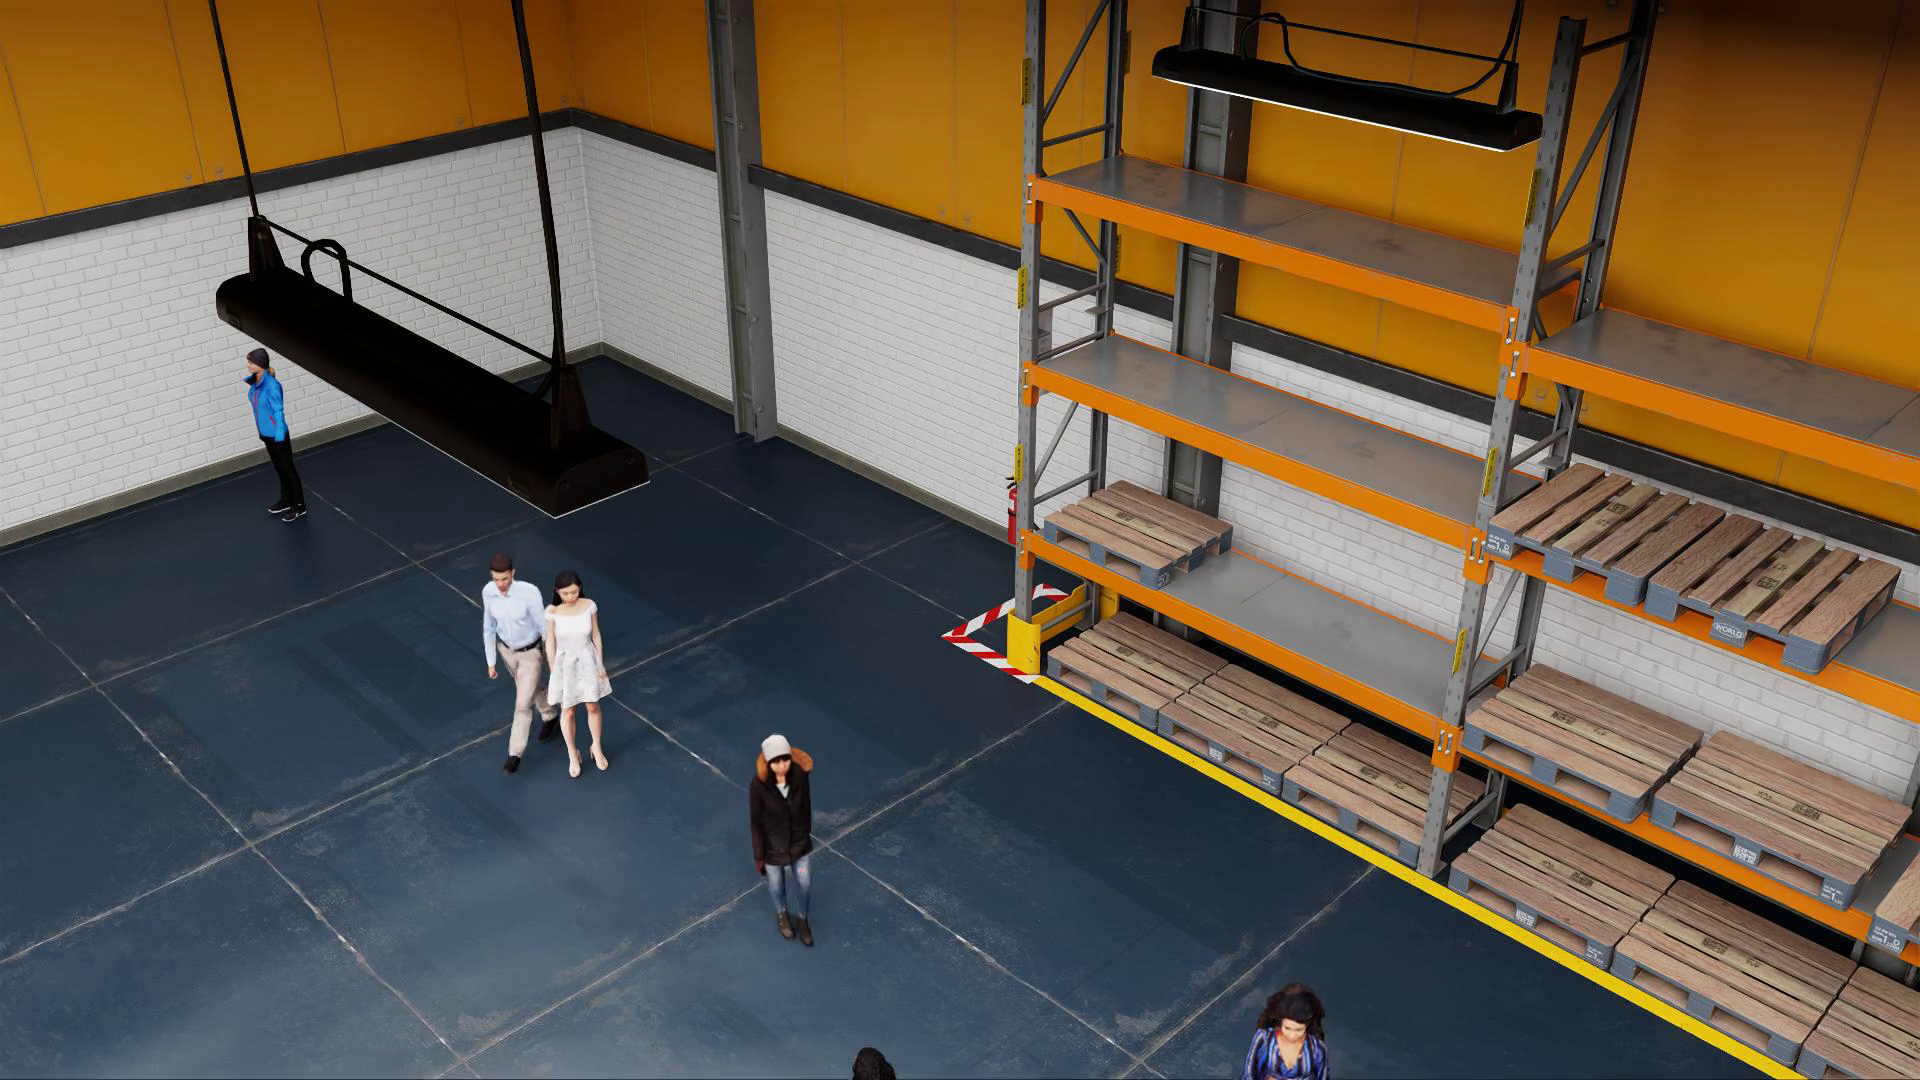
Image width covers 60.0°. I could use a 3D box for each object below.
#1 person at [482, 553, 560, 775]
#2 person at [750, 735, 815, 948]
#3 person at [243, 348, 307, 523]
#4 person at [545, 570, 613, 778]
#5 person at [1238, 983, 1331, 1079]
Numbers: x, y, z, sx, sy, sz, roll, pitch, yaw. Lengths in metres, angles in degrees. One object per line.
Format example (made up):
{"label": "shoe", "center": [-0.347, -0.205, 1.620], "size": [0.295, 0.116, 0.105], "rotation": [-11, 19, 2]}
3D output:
{"label": "person", "center": [-3.386, 0.839, 12.981], "size": [1.189, 1.797, 1.090], "rotation": [6, 29, 11]}
{"label": "person", "center": [-1.207, 1.960, 11.109], "size": [0.753, 1.622, 0.794], "rotation": [-10, 30, -18]}
{"label": "person", "center": [-6.778, -1.057, 16.457], "size": [0.456, 1.796, 0.676], "rotation": [24, 37, 37]}
{"label": "person", "center": [-2.922, 1.007, 12.693], "size": [0.746, 1.777, 0.764], "rotation": [-11, 31, -19]}
{"label": "person", "center": [1.787, 3.048, 9.149], "size": [1.004, 1.588, 0.978], "rotation": [7, 29, 13]}
